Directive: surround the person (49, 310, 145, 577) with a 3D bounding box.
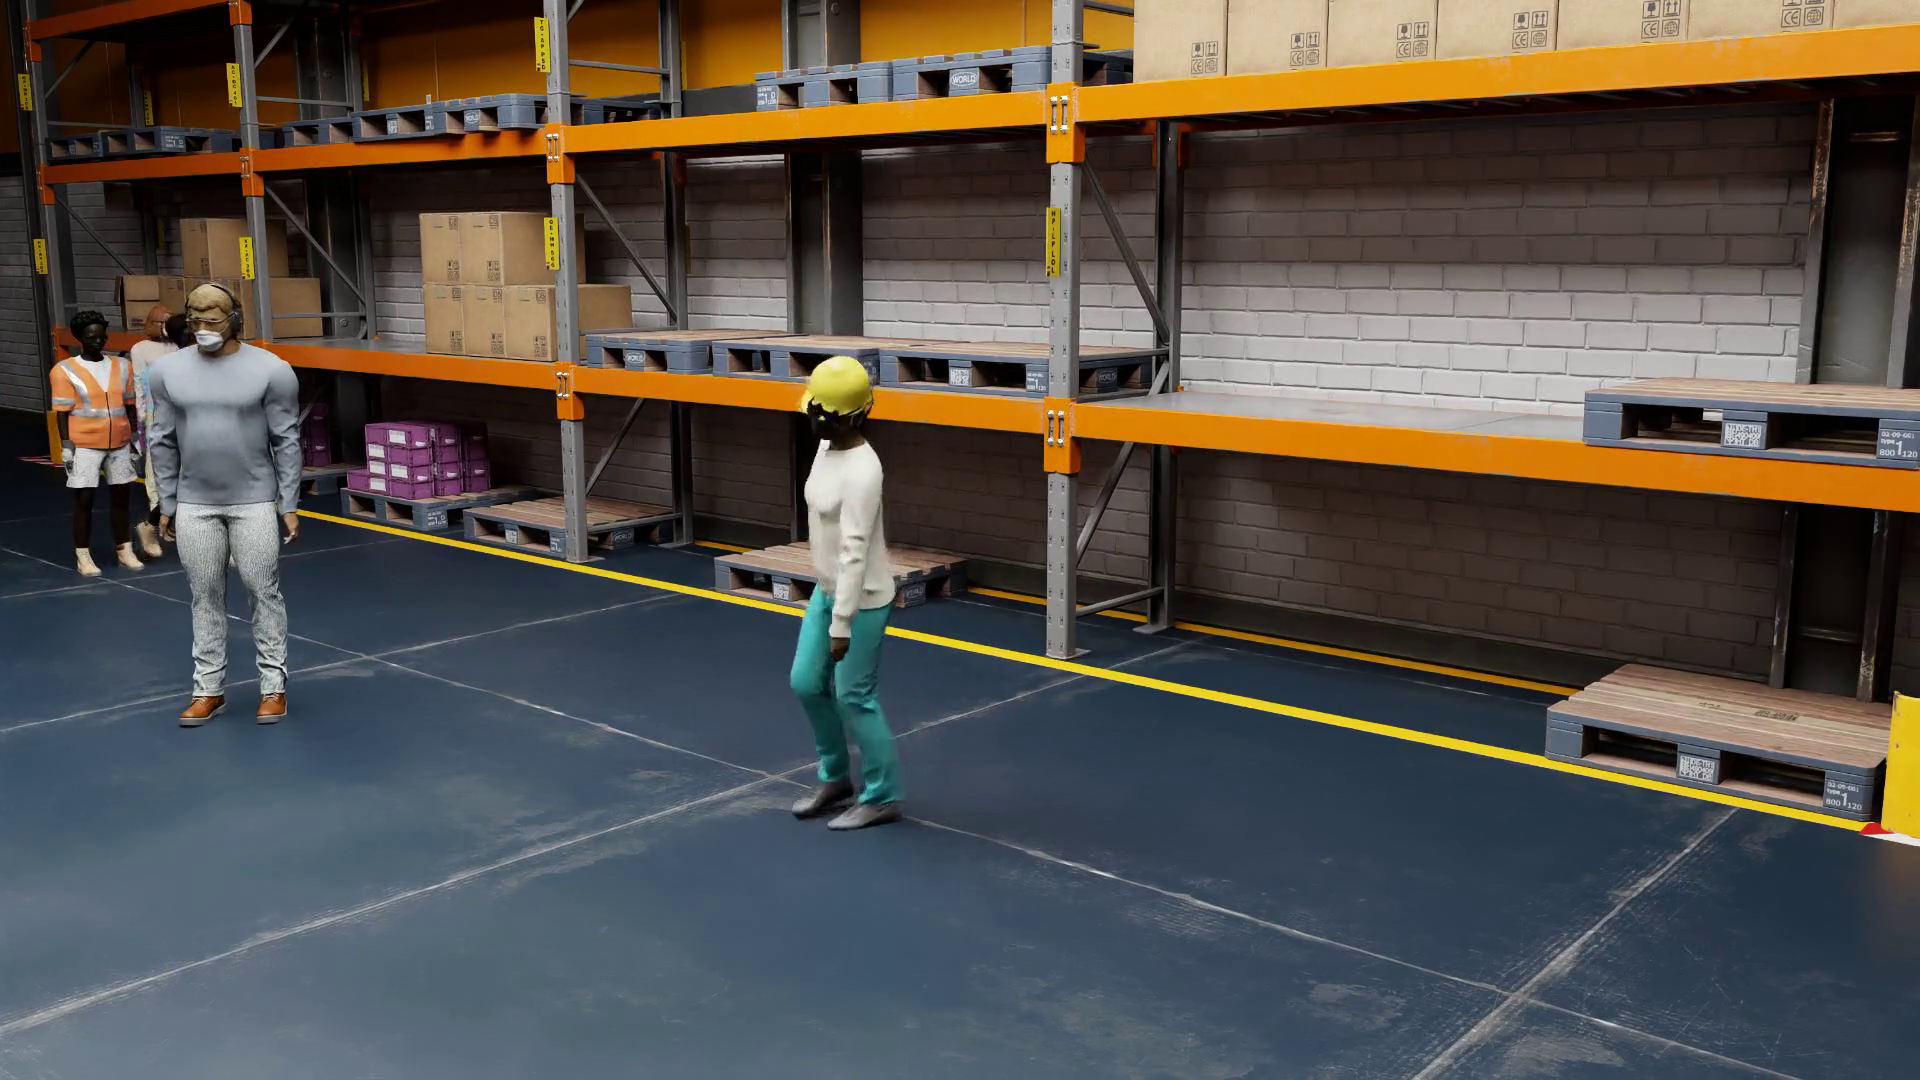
[{"bbox_3d":[-5.466,-0.609,10.561,0.322,1.690,0.537,7,12,35],"label":"person"}]

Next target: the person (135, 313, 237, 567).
[{"bbox_3d":[-5.032,-0.636,10.741,0.669,1.667,0.546,3,11,19],"label":"person"}]

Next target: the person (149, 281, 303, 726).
[{"bbox_3d":[-3.184,-0.150,7.246,0.627,1.934,0.372,-1,10,-6],"label":"person"}]

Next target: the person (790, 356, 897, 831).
[{"bbox_3d":[-0.389,0.210,5.793,0.418,1.710,0.589,-4,11,-22],"label":"person"}]

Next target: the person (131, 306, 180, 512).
[{"bbox_3d":[-6.237,-1.020,13.074,0.276,1.628,0.502,6,12,33],"label":"person"}]
